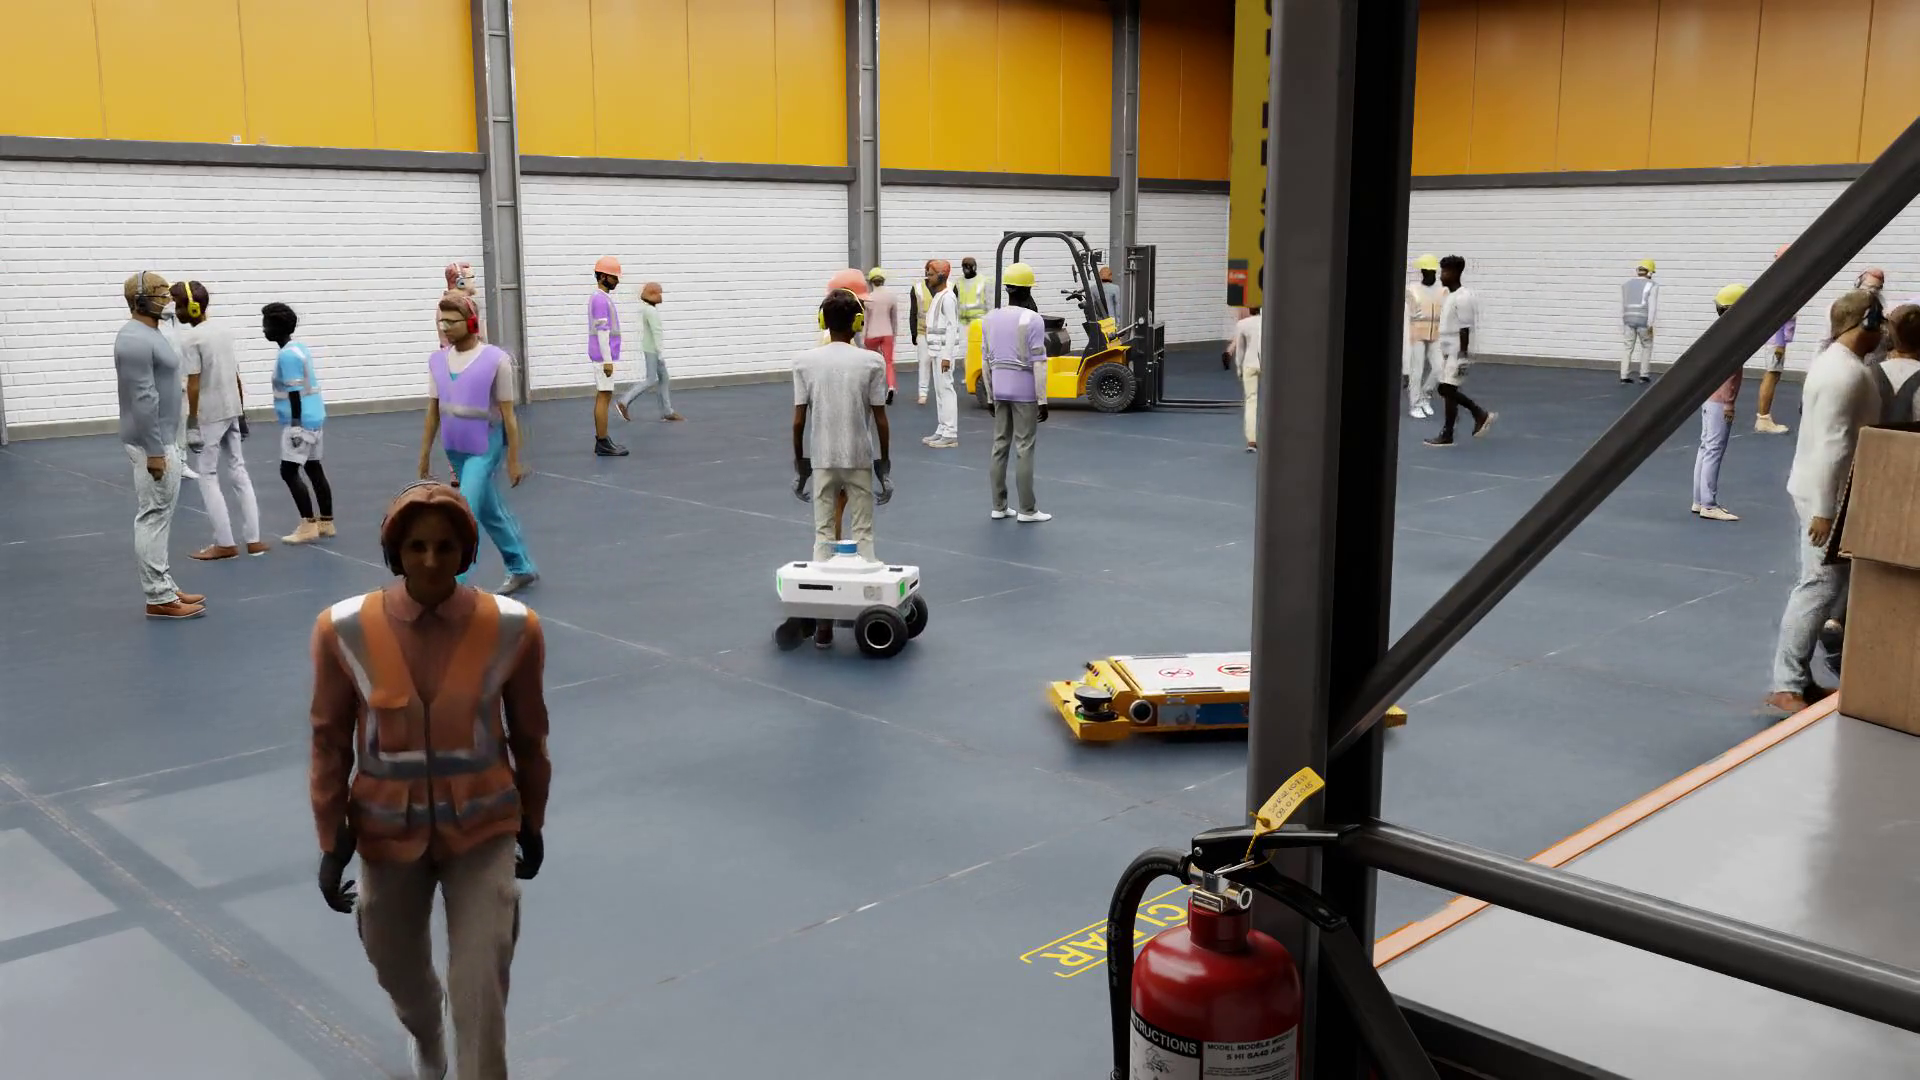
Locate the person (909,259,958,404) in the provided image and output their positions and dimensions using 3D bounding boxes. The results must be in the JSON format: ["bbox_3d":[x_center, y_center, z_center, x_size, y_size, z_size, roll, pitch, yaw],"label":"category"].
[{"bbox_3d":[-0.328,-2.624,21.038,0.620,1.836,0.430,0,10,-1],"label":"person"}]

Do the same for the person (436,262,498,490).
[{"bbox_3d":[-4.143,-1.367,13.952,0.407,1.913,0.641,-5,12,-27],"label":"person"}]

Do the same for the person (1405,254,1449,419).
[{"bbox_3d":[5.427,-2.363,19.362,0.617,1.913,0.421,-3,11,-14],"label":"person"}]

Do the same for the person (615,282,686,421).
[{"bbox_3d":[-3.562,-2.146,19.030,0.742,1.611,0.505,-2,11,-13],"label":"person"}]

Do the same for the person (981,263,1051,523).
[{"bbox_3d":[0.422,-1.089,12.391,0.586,1.928,0.364,9,14,39],"label":"person"}]

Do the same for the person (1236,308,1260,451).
[{"bbox_3d":[3.000,-1.691,16.612,0.509,1.577,0.895,3,11,17],"label":"person"}]

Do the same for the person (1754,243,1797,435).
[{"bbox_3d":[8.855,-2.162,17.925,0.394,2.042,0.611,5,11,24],"label":"person"}]

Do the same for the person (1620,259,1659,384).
[{"bbox_3d":[9.726,-3.115,23.822,0.485,1.801,0.603,-8,13,-38],"label":"person"}]

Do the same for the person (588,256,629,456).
[{"bbox_3d":[-3.420,-1.780,16.158,0.375,1.927,0.543,-3,11,-14],"label":"person"}]

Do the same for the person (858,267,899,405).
[{"bbox_3d":[-1.018,-2.572,21.009,0.559,1.737,0.755,-3,11,-15],"label":"person"}]

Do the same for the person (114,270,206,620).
[{"bbox_3d":[-4.483,-0.526,9.292,0.373,1.940,0.629,-4,11,-21],"label":"person"}]

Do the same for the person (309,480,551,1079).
[{"bbox_3d":[-1.185,0.646,3.786,0.509,1.607,0.756,-2,11,-13],"label":"person"}]

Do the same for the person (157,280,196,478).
[{"bbox_3d":[-6.834,-1.369,14.420,0.298,1.745,0.484,2,11,13],"label":"person"}]

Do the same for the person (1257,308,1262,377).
[{"bbox_3d":[2.954,-1.561,14.823,0.619,1.989,0.396,6,12,28],"label":"person"}]

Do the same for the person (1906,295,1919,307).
[{"bbox_3d":[8.441,-1.443,14.395,0.638,1.904,0.407,7,13,35],"label":"person"}]

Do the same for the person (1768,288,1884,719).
[{"bbox_3d":[3.862,-0.154,7.398,0.346,1.907,0.780,6,12,28],"label":"person"}]

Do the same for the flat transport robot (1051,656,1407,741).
[{"bbox_3d":[1.162,0.669,7.324,1.431,0.197,0.652,-1,10,-8],"label":"flat transport robot"}]

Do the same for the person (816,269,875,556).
[{"bbox_3d":[-0.690,-0.644,9.947,0.375,1.934,0.547,-1,10,-4],"label":"person"}]

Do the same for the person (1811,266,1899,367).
[{"bbox_3d":[7.889,-1.470,14.646,0.744,1.874,0.736,-10,14,-44],"label":"person"}]

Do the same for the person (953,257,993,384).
[{"bbox_3d":[0.127,-3.124,23.765,0.650,1.822,0.519,5,11,24],"label":"person"}]

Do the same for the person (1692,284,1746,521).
[{"bbox_3d":[5.760,-1.038,12.555,0.314,1.769,0.523,2,11,13],"label":"person"}]

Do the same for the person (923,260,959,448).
[{"bbox_3d":[-0.184,-1.876,16.803,0.339,1.882,0.585,-2,11,-12],"label":"person"}]

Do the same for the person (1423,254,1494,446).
[{"bbox_3d":[5.077,-1.908,16.814,0.625,1.945,0.615,0,10,1],"label":"person"}]

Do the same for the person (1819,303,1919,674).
[{"bbox_3d":[4.428,-0.215,7.940,0.514,1.819,0.755,9,14,41],"label":"person"}]

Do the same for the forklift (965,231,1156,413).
[{"bbox_3d":[1.222,-2.721,20.561,2.313,2.155,1.214,2,11,13],"label":"forklift"}]

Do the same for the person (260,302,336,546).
[{"bbox_3d":[-4.605,-0.809,11.565,0.420,1.673,0.545,-4,11,-19],"label":"person"}]

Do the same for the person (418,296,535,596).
[{"bbox_3d":[-2.818,-0.503,9.576,0.588,1.796,0.988,6,12,30],"label":"person"}]

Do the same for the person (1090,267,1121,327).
[{"bbox_3d":[2.297,-3.515,26.419,0.509,1.632,0.267,3,11,13],"label":"person"}]

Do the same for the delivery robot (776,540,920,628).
[{"bbox_3d":[-0.580,0.245,8.608,0.707,0.478,0.477,2,11,13],"label":"delivery robot"}]

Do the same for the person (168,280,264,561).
[{"bbox_3d":[-4.896,-0.783,10.974,0.440,1.843,0.569,2,11,11],"label":"person"}]

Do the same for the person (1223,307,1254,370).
[{"bbox_3d":[4.526,-3.566,26.031,0.772,1.881,0.646,-7,13,-34],"label":"person"}]

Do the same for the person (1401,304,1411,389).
[{"bbox_3d":[3.892,-1.616,15.534,0.580,1.836,0.995,0,10,2],"label":"person"}]

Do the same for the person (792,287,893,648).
[{"bbox_3d":[-0.609,-0.365,8.616,0.533,1.863,0.310,1,10,6],"label":"person"}]
